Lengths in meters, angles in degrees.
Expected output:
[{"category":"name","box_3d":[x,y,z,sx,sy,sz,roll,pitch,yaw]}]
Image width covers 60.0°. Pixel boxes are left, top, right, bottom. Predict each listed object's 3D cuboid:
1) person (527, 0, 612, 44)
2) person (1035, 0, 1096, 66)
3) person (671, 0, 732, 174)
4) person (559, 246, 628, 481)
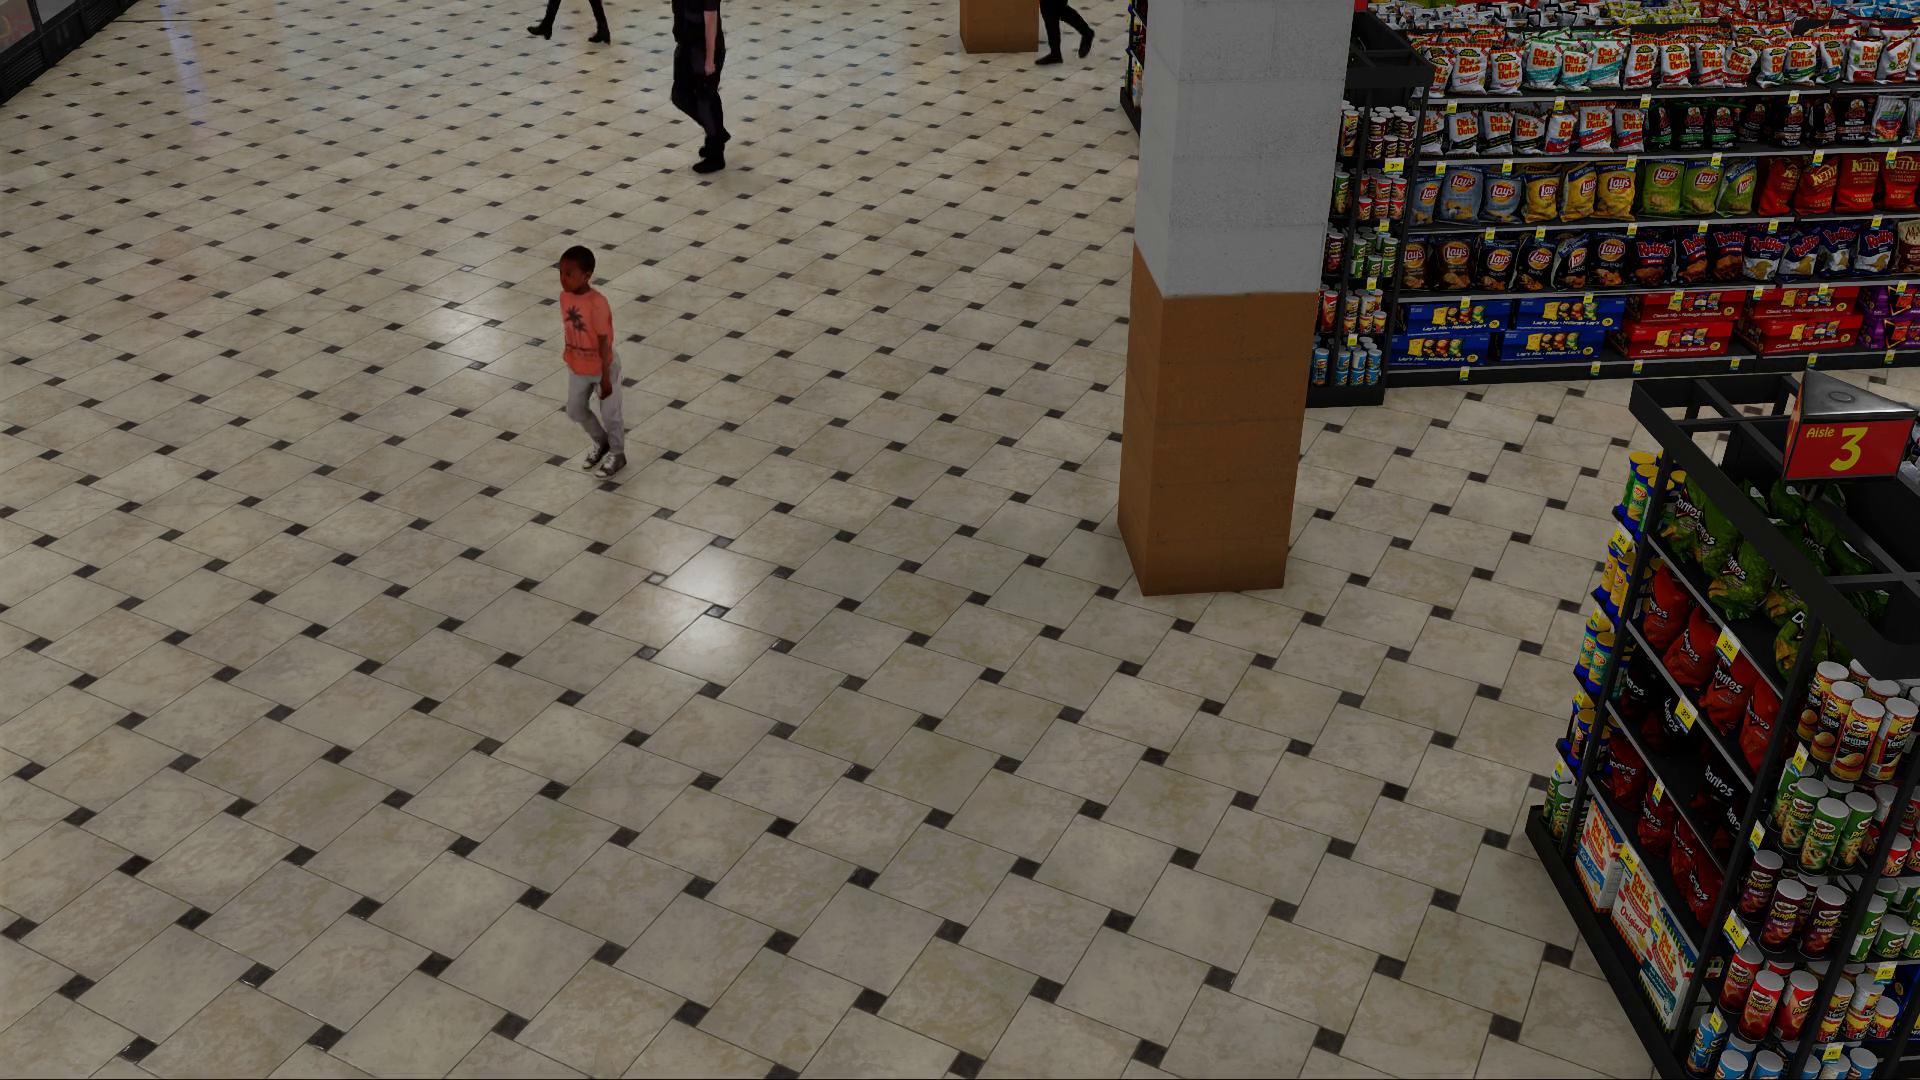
[{"category":"person","box_3d":[-3.595,-5.559,15.791,1.136,1.710,0.887,7,32,10]},{"category":"person","box_3d":[0.945,-5.259,15.291,0.965,1.730,0.854,-21,37,-30]},{"category":"person","box_3d":[-1.931,-3.771,12.801,0.882,1.834,0.864,-21,38,-30]},{"category":"person","box_3d":[-1.890,-0.955,8.780,0.568,1.299,0.644,16,35,24]}]
